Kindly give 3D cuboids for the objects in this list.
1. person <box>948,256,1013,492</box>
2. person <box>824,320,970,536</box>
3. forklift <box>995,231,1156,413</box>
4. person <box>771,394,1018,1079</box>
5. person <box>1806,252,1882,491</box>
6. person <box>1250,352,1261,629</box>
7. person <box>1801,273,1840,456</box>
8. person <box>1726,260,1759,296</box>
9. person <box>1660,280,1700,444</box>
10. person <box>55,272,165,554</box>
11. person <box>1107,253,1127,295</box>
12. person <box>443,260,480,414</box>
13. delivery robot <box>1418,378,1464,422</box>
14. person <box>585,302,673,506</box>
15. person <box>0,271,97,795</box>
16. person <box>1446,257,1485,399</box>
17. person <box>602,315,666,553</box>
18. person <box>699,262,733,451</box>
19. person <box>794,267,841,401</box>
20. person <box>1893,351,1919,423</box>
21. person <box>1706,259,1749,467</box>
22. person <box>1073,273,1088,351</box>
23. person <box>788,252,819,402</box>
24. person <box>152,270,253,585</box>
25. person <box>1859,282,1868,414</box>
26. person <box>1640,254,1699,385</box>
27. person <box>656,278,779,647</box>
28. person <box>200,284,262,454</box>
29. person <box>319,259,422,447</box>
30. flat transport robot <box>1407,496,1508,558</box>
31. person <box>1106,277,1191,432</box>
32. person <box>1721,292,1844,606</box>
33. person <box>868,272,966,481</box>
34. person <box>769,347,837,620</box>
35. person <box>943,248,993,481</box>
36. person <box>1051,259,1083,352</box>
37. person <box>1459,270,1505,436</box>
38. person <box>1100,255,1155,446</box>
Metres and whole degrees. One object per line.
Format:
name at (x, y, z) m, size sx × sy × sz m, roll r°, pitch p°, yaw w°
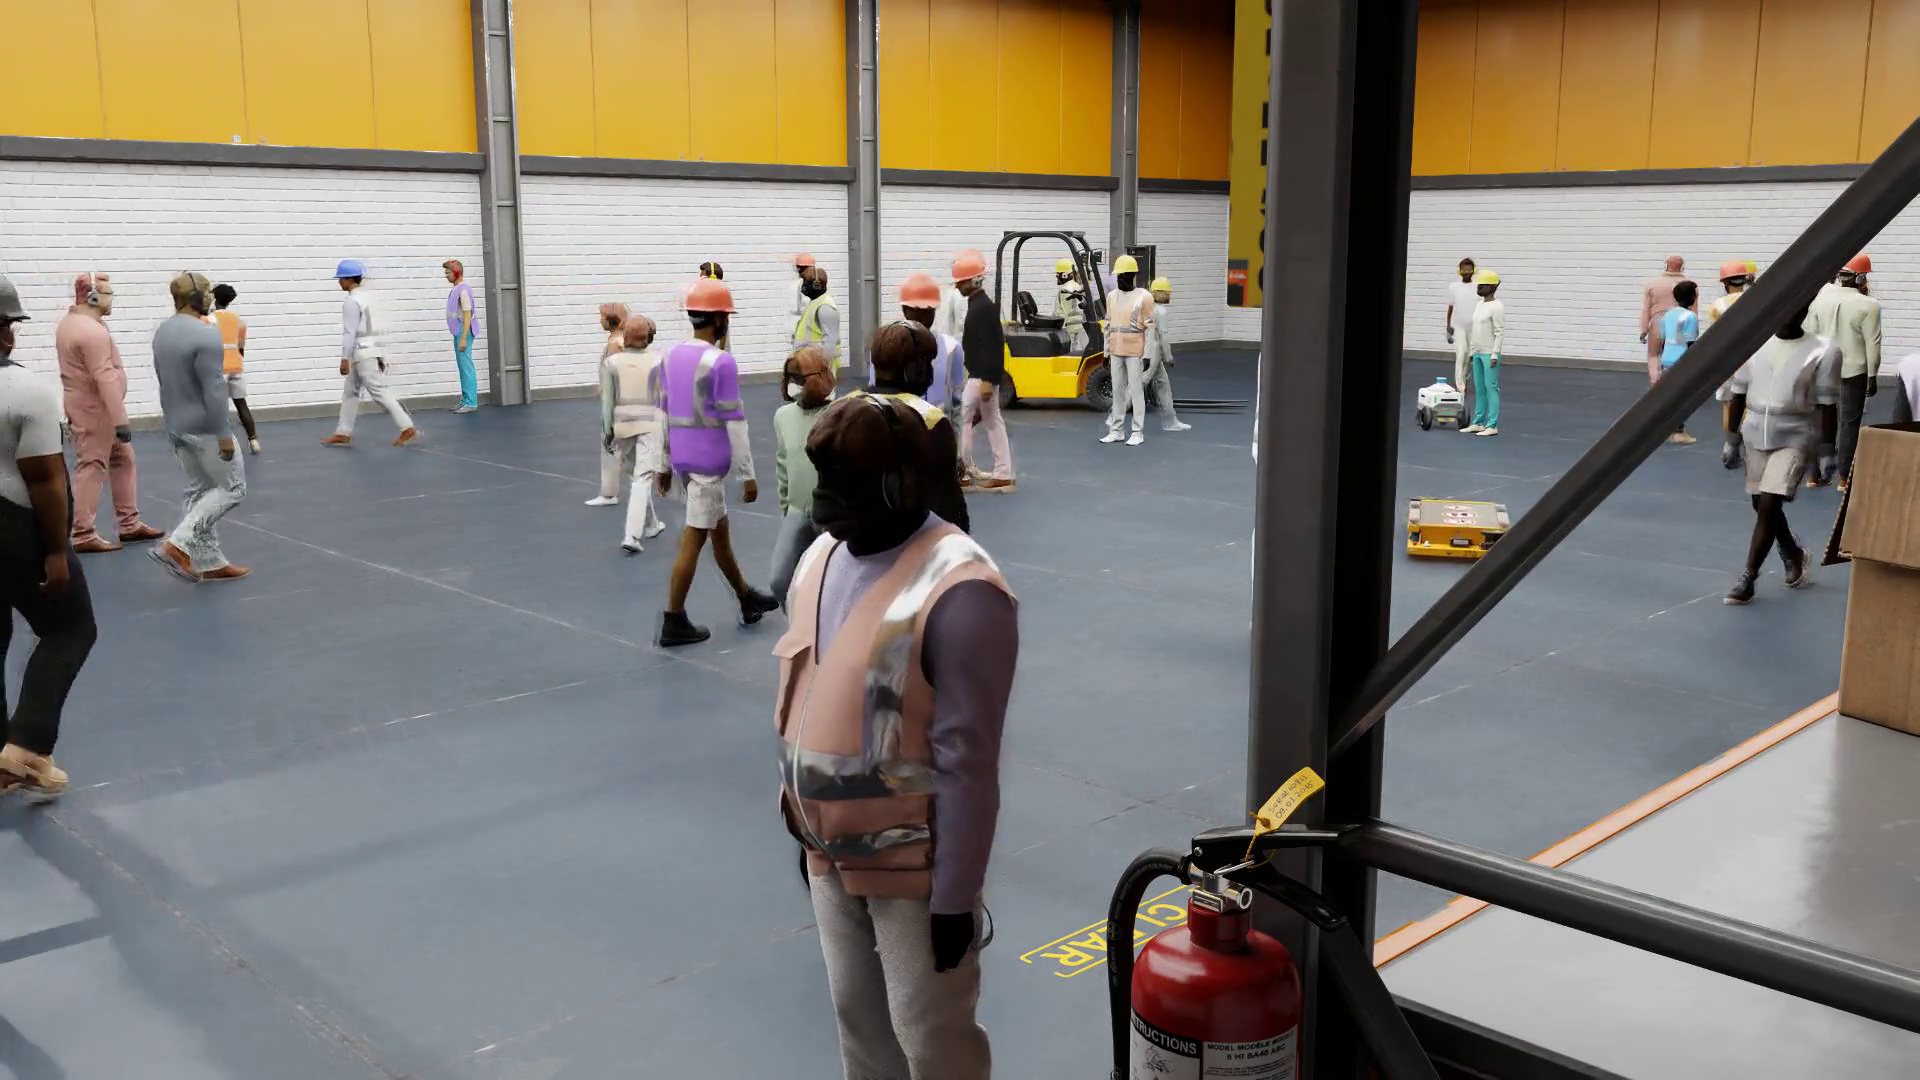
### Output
person at (0.085, -1.354, 13.754) m, size 0.800 × 1.947 × 0.669 m, roll 0°, pitch 10°, yaw 2°
person at (-0.170, 0.131, 6.028) m, size 0.555 × 1.836 × 0.647 m, roll -9°, pitch 14°, yaw -42°
forklift at (1.222, -2.721, 20.561) m, size 2.313 × 2.155 × 1.214 m, roll 2°, pitch 11°, yaw 13°
person at (-0.151, 0.623, 3.330) m, size 0.431 × 1.836 × 0.618 m, roll -8°, pitch 13°, yaw -37°
person at (7.414, -1.408, 13.947) m, size 0.375 × 1.995 × 0.609 m, roll -6°, pitch 12°, yaw -30°
person at (1.736, -0.411, 8.814) m, size 0.362 × 1.883 × 0.575 m, roll -1°, pitch 10°, yaw -8°
person at (8.303, -1.771, 16.096) m, size 0.372 × 1.934 × 0.627 m, roll -8°, pitch 13°, yaw -38°
person at (10.810, -2.976, 23.076) m, size 0.933 × 1.786 × 0.604 m, roll -1°, pitch 10°, yaw -5°
person at (7.292, -1.810, 17.000) m, size 0.540 × 1.682 × 0.540 m, roll -1°, pitch 10°, yaw -4°
person at (-5.729, -0.860, 11.267) m, size 0.773 × 1.878 × 0.685 m, roll -8°, pitch 13°, yaw -38°
person at (2.383, -3.213, 24.097) m, size 0.733 × 1.881 × 0.652 m, roll -10°, pitch 14°, yaw -43°
person at (-5.979, -2.440, 20.005) m, size 0.388 × 1.838 × 0.563 m, roll -5°, pitch 11°, yaw -24°
delivery robot at (5.321, -1.552, 18.406) m, size 0.477 × 0.478 × 0.707 m, roll 0°, pitch 10°, yaw 1°
person at (-2.635, -1.067, 13.097) m, size 0.621 × 1.618 × 0.528 m, roll 0°, pitch 10°, yaw -1°
person at (-3.616, -0.023, 6.270) m, size 0.685 × 2.000 × 0.540 m, roll 2°, pitch 11°, yaw 8°
person at (6.681, -2.805, 21.967) m, size 0.519 × 1.847 × 0.813 m, roll 1°, pitch 10°, yaw 6°
person at (-2.171, -0.730, 11.364) m, size 0.527 × 1.590 × 0.911 m, roll 2°, pitch 11°, yaw 9°
person at (-2.433, -1.801, 16.432) m, size 0.321 × 1.871 × 0.532 m, roll -3°, pitch 11°, yaw -17°
person at (-1.317, -1.596, 15.393) m, size 0.430 × 1.844 × 0.624 m, roll -3°, pitch 11°, yaw -16°
person at (4.893, -0.299, 8.202) m, size 0.599 × 1.891 × 0.890 m, roll 7°, pitch 13°, yaw 34°
person at (7.146, -1.616, 15.303) m, size 0.584 × 1.911 × 0.513 m, roll 2°, pitch 11°, yaw 10°
person at (1.691, -3.304, 25.394) m, size 0.877 × 1.584 × 0.519 m, roll -7°, pitch 12°, yaw -32°
person at (-1.943, -2.607, 20.677) m, size 0.447 × 1.921 × 0.575 m, roll -6°, pitch 12°, yaw -28°
person at (-4.610, -0.654, 10.014) m, size 0.646 × 1.928 × 0.535 m, roll 8°, pitch 13°, yaw 37°
person at (10.515, -2.259, 19.649) m, size 0.745 × 1.610 × 0.518 m, roll -7°, pitch 12°, yaw -32°
person at (8.973, -2.657, 21.045) m, size 0.667 × 1.888 × 0.436 m, roll 4°, pitch 11°, yaw 22°
person at (-1.242, -0.418, 8.792) m, size 0.945 × 1.897 × 0.575 m, roll -9°, pitch 14°, yaw -41°
person at (-7.046, -1.626, 16.023) m, size 0.385 × 1.671 × 0.617 m, roll 5°, pitch 11°, yaw 23°
person at (-5.970, -1.875, 16.791) m, size 1.016 × 1.902 × 0.617 m, roll -1°, pitch 10°, yaw -7°
flat transport robot at (3.439, -0.096, 11.493) m, size 0.652 × 0.197 × 1.431 m, roll 3°, pitch 11°, yaw 15°
person at (2.035, -2.002, 18.036) m, size 0.955 × 1.684 × 0.466 m, roll -1°, pitch 10°, yaw -5°
person at (4.848, -0.596, 9.770) m, size 0.930 × 1.916 × 0.637 m, roll -8°, pitch 13°, yaw -36°
person at (-0.222, -0.500, 9.158) m, size 0.551 × 1.933 × 0.378 m, roll -3°, pitch 11°, yaw -18°
person at (-0.672, -0.089, 7.788) m, size 0.516 × 1.620 × 0.392 m, roll 6°, pitch 12°, yaw 31°
person at (0.016, -1.482, 14.284) m, size 0.514 × 2.026 × 0.643 m, roll -1°, pitch 10°, yaw -8°
person at (1.398, -2.767, 21.834) m, size 0.403 × 1.824 × 0.593 m, roll 4°, pitch 11°, yaw 21°
person at (5.599, -1.993, 17.759) m, size 0.319 × 1.769 × 0.523 m, roll -2°, pitch 11°, yaw -12°
person at (1.694, -1.927, 16.958) m, size 0.595 × 1.925 × 0.371 m, roll 9°, pitch 14°, yaw 42°
